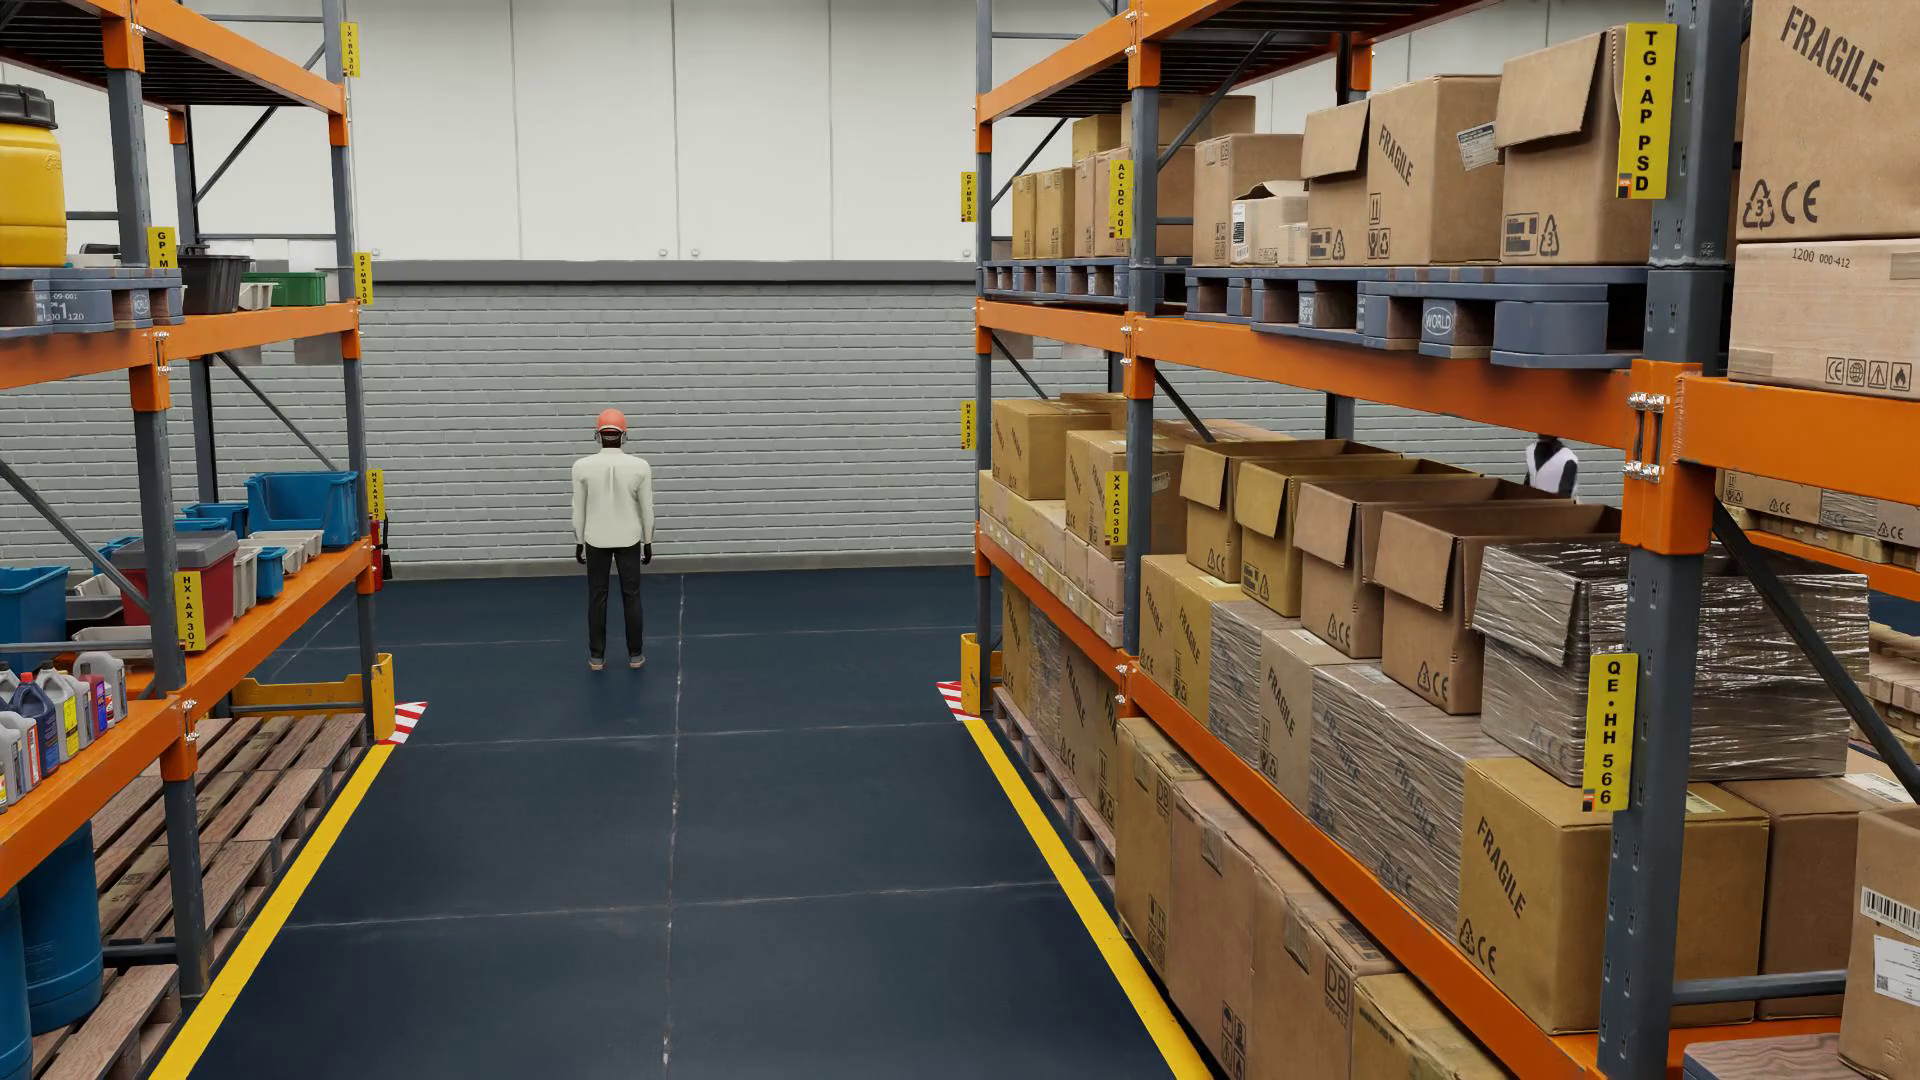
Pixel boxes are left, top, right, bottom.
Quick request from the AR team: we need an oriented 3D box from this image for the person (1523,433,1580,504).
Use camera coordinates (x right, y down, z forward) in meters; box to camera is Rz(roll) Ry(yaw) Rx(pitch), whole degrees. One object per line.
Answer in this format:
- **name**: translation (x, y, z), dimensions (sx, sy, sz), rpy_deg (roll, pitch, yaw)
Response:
- **person**: translation (4.909, -0.142, 13.880), dimensions (0.609, 1.874, 0.634), rpy_deg (-2, 9, -13)

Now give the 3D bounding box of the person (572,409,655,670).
- **person**: translation (-2.638, -0.003, 12.687), dimensions (0.610, 1.987, 0.403), rpy_deg (-2, 9, -14)
